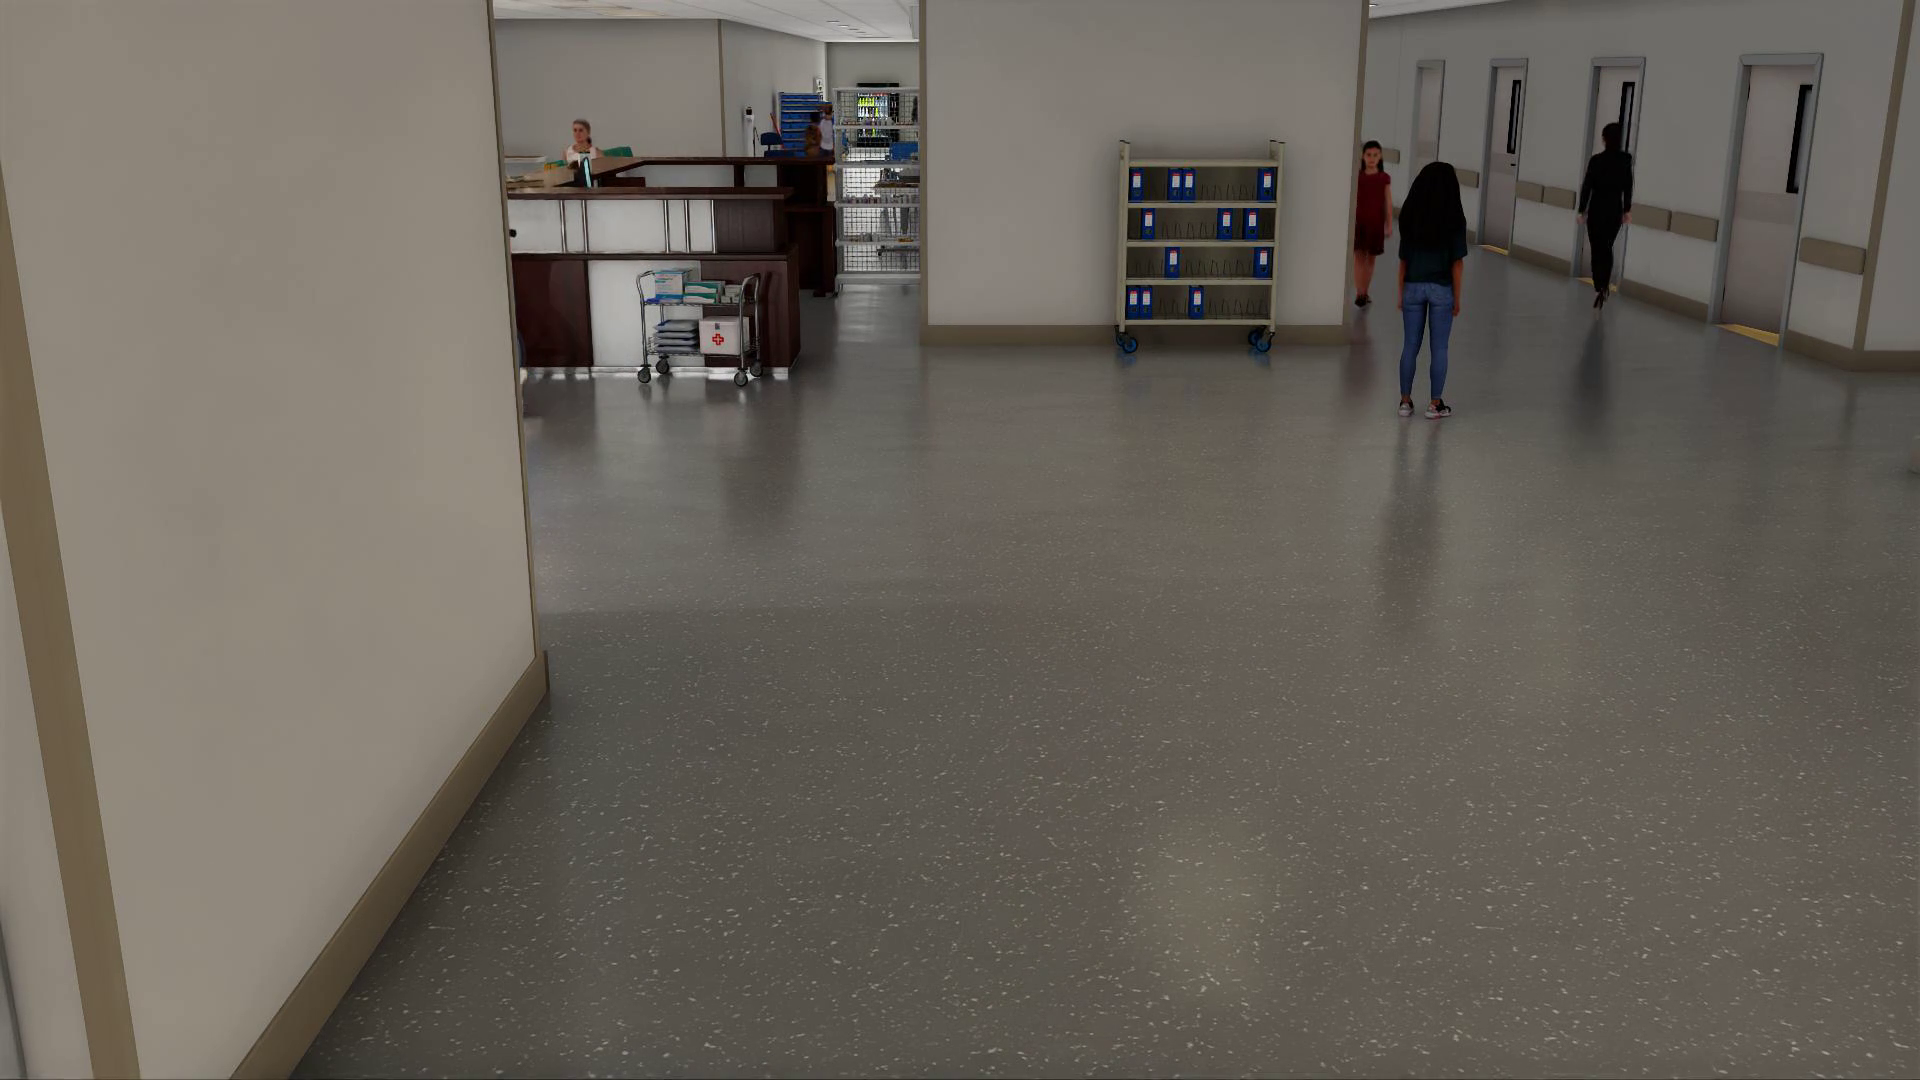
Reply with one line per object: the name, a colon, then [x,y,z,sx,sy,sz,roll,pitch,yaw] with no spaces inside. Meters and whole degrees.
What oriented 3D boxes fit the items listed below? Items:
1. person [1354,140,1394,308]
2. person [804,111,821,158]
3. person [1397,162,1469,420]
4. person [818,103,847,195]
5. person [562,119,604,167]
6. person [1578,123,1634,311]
person: [3.857,-2.963,15.684,0.954,1.515,0.687,2,16,6]
person: [-2.683,-7.117,30.541,0.599,1.449,0.698,4,16,14]
person: [3.003,-1.598,10.654,0.684,1.616,0.769,9,18,29]
person: [-2.370,-6.930,29.618,0.961,1.589,0.805,5,16,16]
person: [-3.877,-3.529,17.395,0.939,1.676,0.732,1,16,4]
person: [6.016,-2.989,15.427,0.494,1.704,0.659,0,16,-1]
